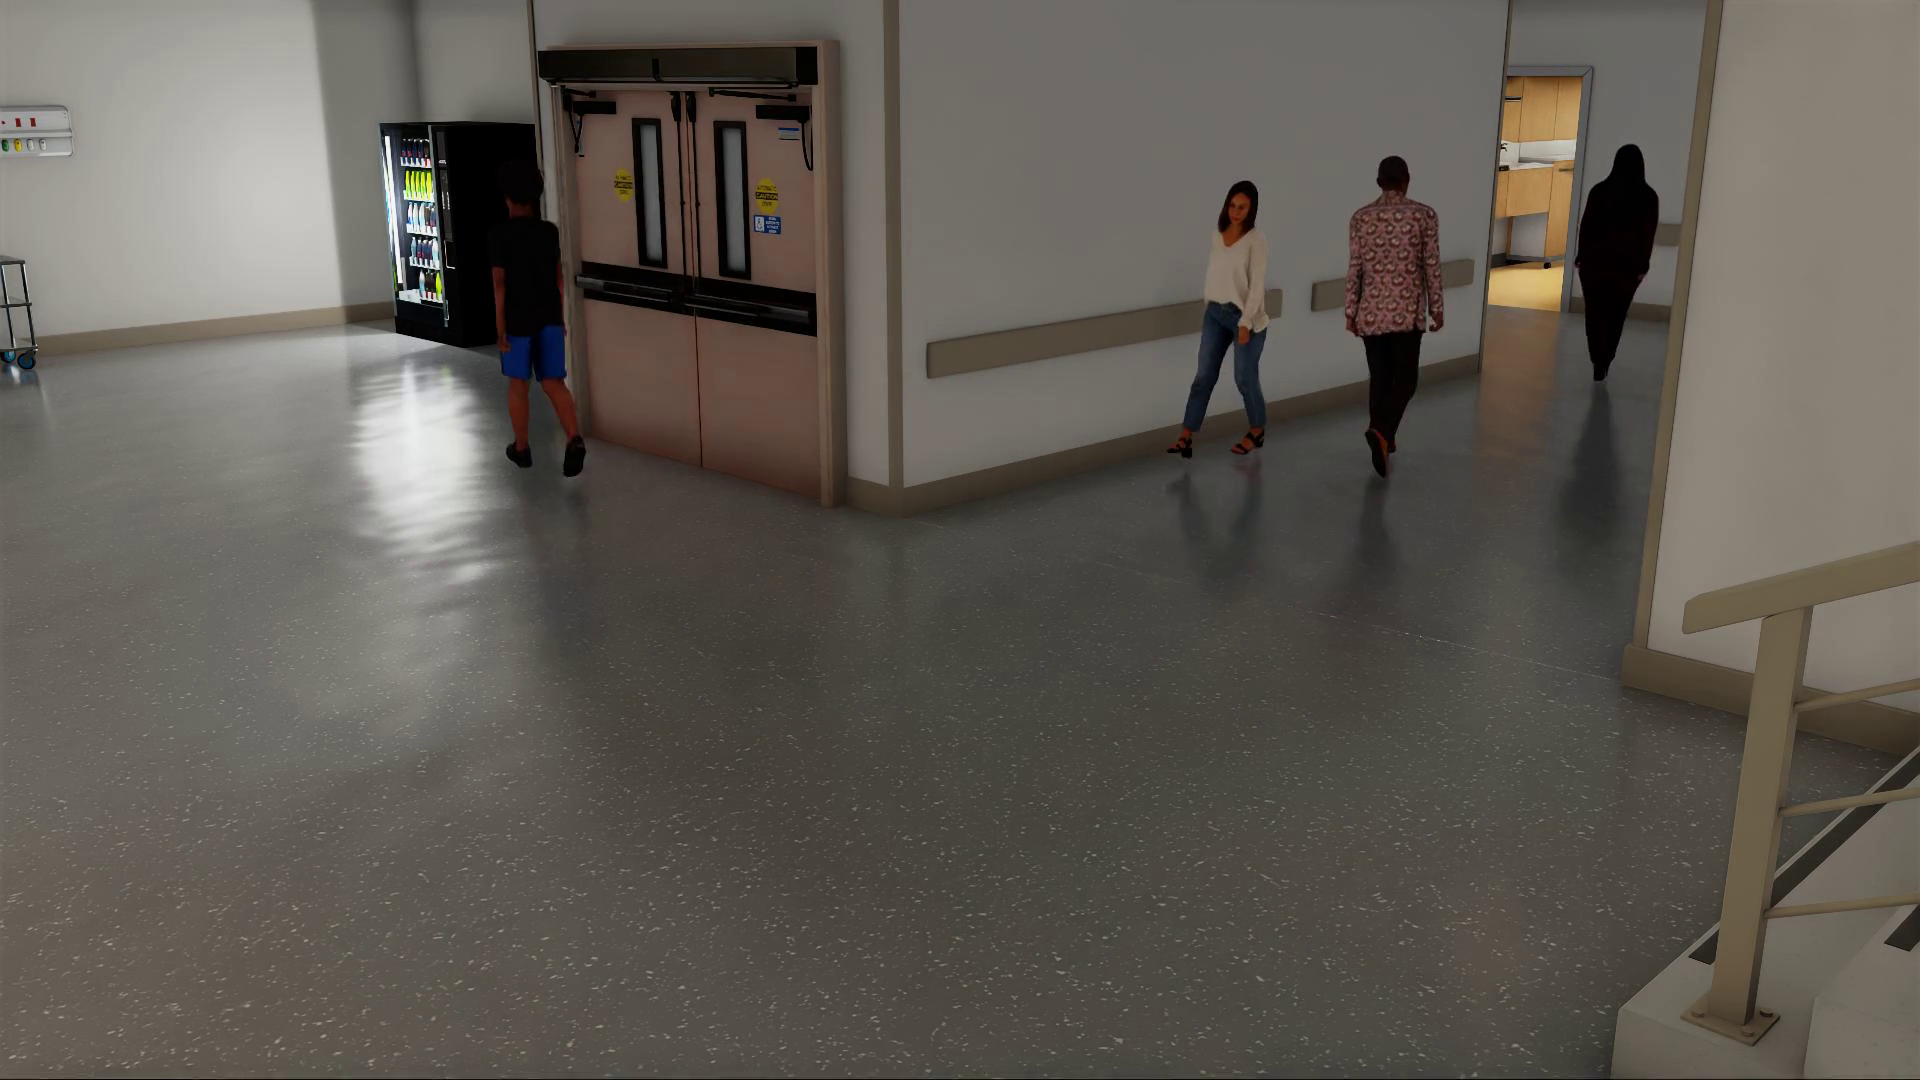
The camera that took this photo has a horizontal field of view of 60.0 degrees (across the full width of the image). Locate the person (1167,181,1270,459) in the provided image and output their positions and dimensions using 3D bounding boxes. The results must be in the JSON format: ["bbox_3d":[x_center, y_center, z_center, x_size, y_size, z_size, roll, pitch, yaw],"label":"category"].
[{"bbox_3d":[1.687,-1.267,9.817,0.801,1.633,0.970,-11,19,-33],"label":"person"}]

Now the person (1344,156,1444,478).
[{"bbox_3d":[2.464,-1.275,9.587,1.103,1.773,0.914,10,18,31],"label":"person"}]

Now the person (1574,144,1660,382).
[{"bbox_3d":[4.808,-1.988,12.212,1.137,1.721,1.121,2,16,8],"label":"person"}]

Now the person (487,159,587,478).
[{"bbox_3d":[-2.378,-1.220,9.396,0.754,1.771,1.184,-10,19,-31],"label":"person"}]
